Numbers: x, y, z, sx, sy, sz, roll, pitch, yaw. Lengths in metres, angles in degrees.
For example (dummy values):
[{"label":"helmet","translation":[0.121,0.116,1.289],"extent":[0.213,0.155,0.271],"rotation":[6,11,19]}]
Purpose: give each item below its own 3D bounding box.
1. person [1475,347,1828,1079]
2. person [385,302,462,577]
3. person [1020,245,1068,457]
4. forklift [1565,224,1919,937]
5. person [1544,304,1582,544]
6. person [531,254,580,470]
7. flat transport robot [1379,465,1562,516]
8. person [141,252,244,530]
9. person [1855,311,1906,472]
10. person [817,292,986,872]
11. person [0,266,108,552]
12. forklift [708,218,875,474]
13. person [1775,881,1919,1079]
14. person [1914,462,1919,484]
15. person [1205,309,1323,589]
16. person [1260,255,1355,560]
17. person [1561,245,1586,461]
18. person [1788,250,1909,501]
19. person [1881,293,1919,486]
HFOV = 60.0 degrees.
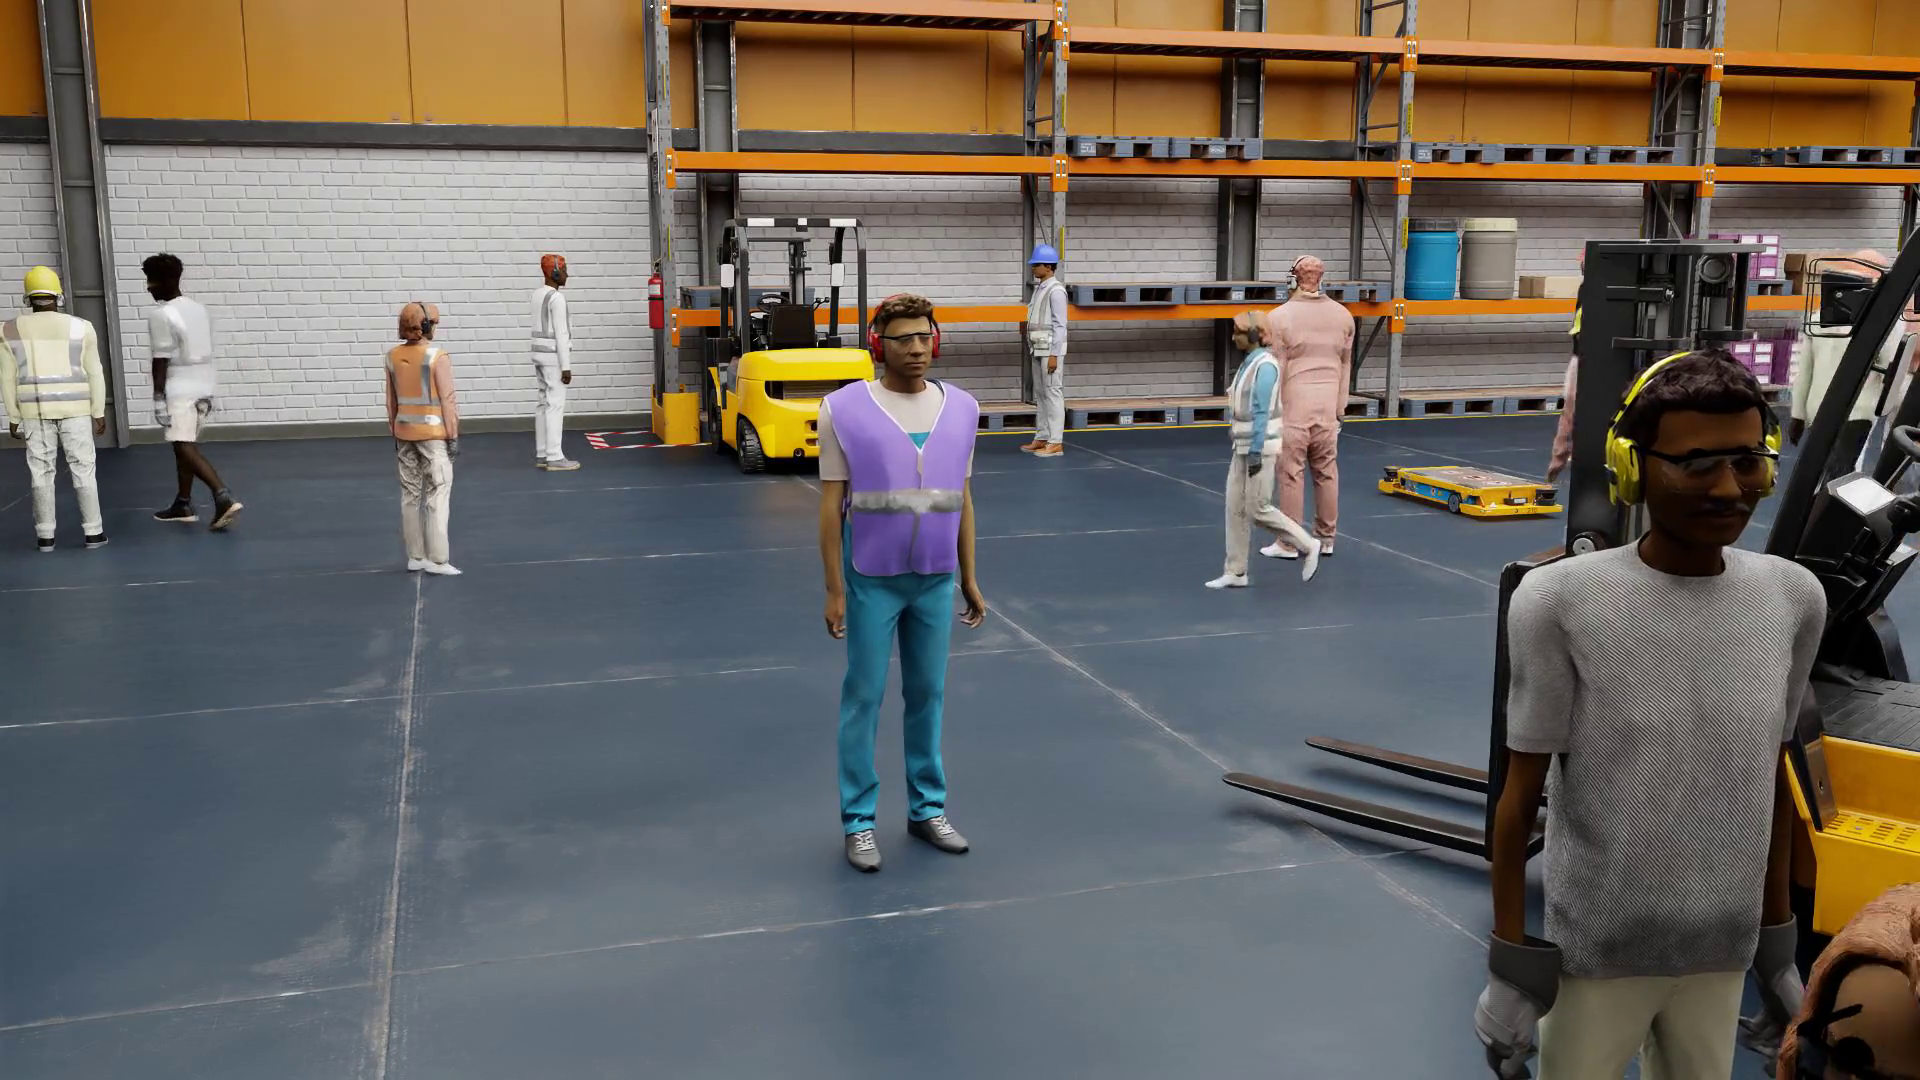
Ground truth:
[{"label":"person","translation":[1.048,0.642,2.524],"extent":[0.533,1.869,0.311],"rotation":[-2,10,-9]},{"label":"person","translation":[-3.222,-0.587,9.966],"extent":[0.532,1.655,0.398],"rotation":[5,12,26]},{"label":"person","translation":[0.797,-1.750,15.422],"extent":[0.390,1.948,0.605],"rotation":[-3,11,-18]},{"label":"forklift","translation":[2.909,0.117,4.508],"extent":[2.313,2.155,1.214],"rotation":[9,14,40]},{"label":"person","translation":[3.314,-0.377,8.554],"extent":[0.946,1.713,0.508],"rotation":[-1,10,-5]},{"label":"person","translation":[-3.551,-1.543,14.496],"extent":[0.347,1.877,0.571],"rotation":[-7,13,-34]},{"label":"flat transport robot","translation":[3.824,-0.388,12.551],"extent":[0.652,0.197,1.431],"rotation":[-3,11,-17]},{"label":"person","translation":[-5.355,-1.035,11.597],"extent":[0.893,1.926,0.643],"rotation":[2,11,11]},{"label":"person","translation":[7.034,-1.246,13.073],"extent":[0.632,1.807,0.897],"rotation":[4,11,20]},{"label":"person","translation":[-0.193,0.127,5.405],"extent":[0.563,1.848,0.389],"rotation":[-5,12,-28]},{"label":"person","translation":[-5.836,-0.840,10.739],"extent":[0.591,1.837,0.403],"rotation":[-5,11,-24]},{"label":"forklift","translation":[-1.522,-1.778,14.899],"extent":[1.214,2.155,2.313],"rotation":[-3,11,-17]},{"label":"person","translation":[0.761,1.001,1.256],"extent":[0.715,1.610,0.500],"rotation":[-2,10,-9]},{"label":"person","translation":[7.742,-1.189,12.623],"extent":[0.676,1.845,0.518],"rotation":[2,10,9]},{"label":"person","translation":[1.745,-0.508,9.507],"extent":[0.591,1.616,0.523],"rotation":[-1,10,-8]},{"label":"person","translation":[2.146,-0.827,10.472],"extent":[0.642,1.909,0.399],"rotation":[-4,11,-23]},{"label":"person","translation":[5.737,-1.700,15.043],"extent":[0.539,1.983,0.634],"rotation":[-1,10,-5]},{"label":"person","translation":[5.346,-0.753,9.986],"extent":[1.011,1.941,0.622],"rotation":[-4,11,-20]},{"label":"person","translation":[7.740,-1.408,13.426],"extent":[0.609,1.993,0.382],"rotation":[8,13,37]}]
